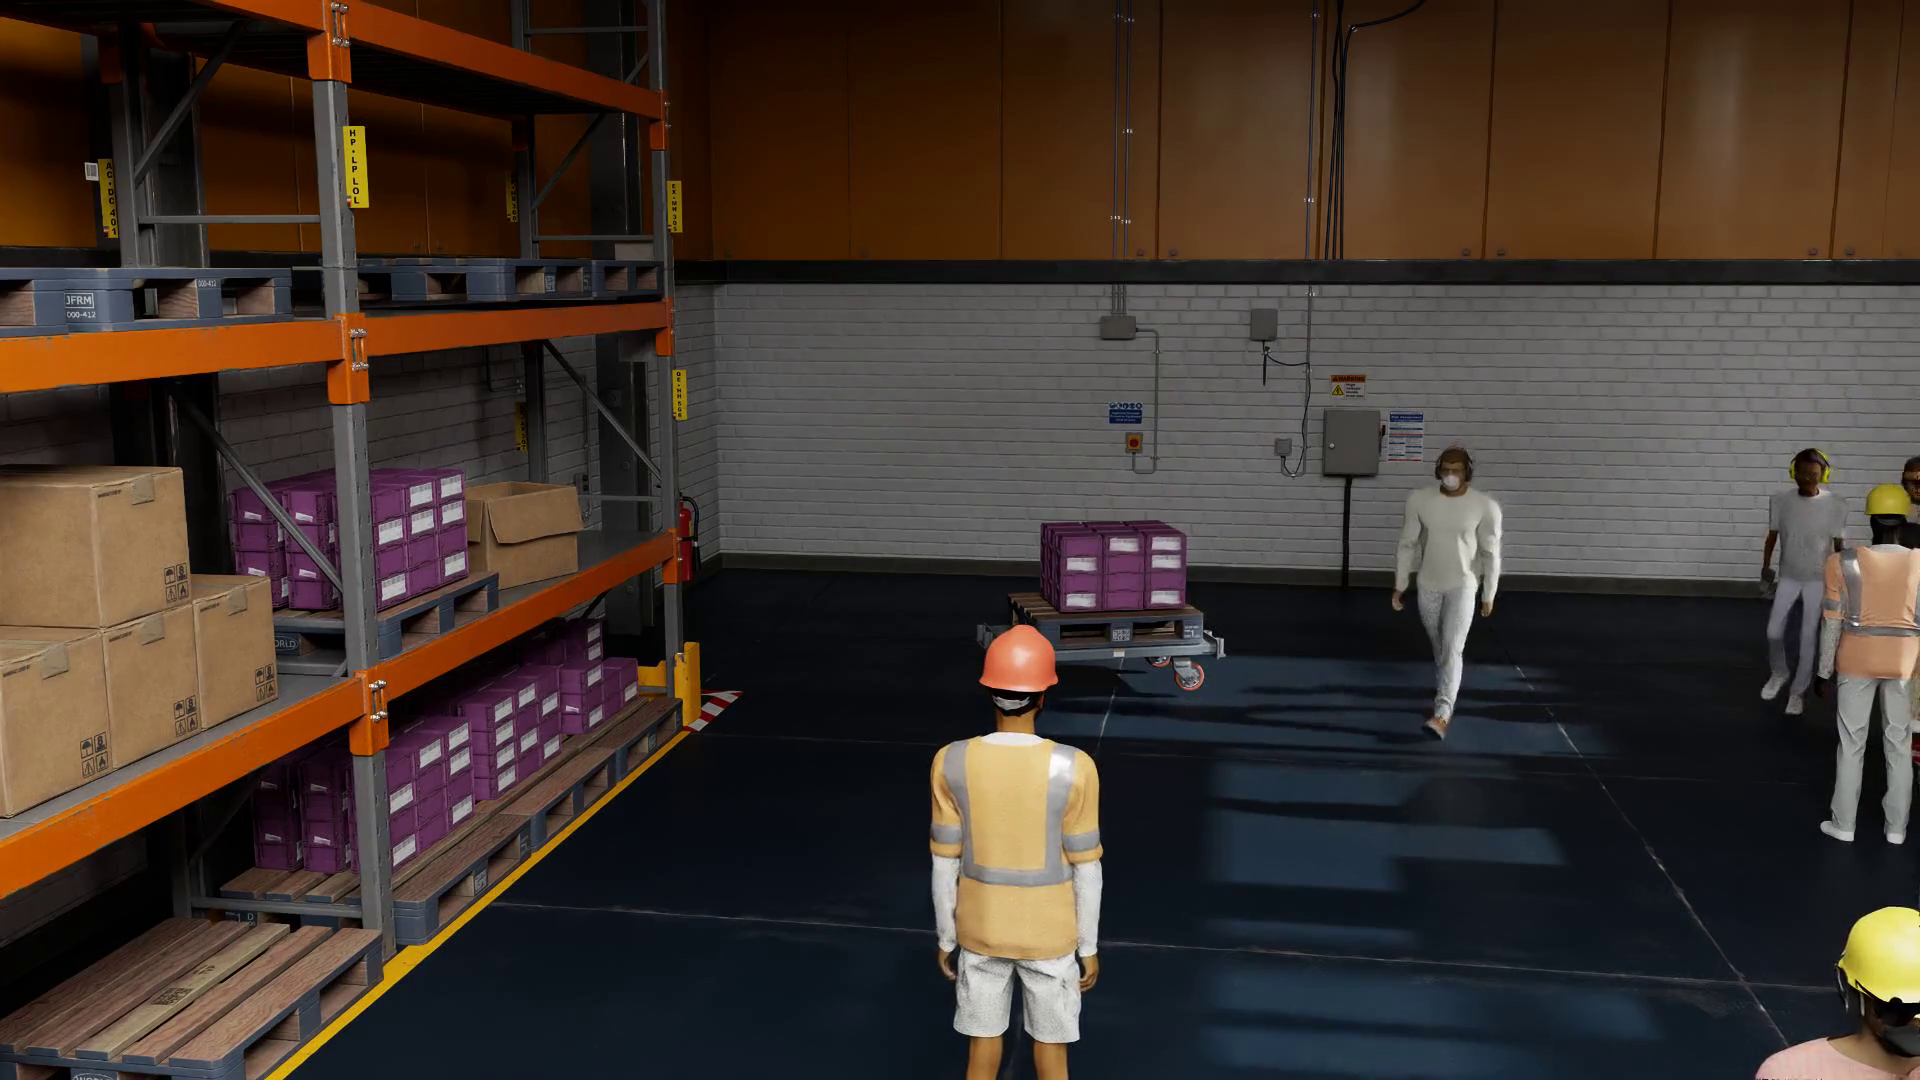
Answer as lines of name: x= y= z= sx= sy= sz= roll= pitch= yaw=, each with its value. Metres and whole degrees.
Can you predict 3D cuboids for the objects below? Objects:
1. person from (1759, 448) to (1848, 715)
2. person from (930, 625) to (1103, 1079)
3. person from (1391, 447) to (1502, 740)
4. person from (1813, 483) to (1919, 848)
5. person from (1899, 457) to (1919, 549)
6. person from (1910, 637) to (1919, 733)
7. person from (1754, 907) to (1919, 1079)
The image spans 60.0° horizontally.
person: x=5.760 y=0.280 z=11.372 sx=0.546 sy=1.849 sz=0.423 roll=6 pitch=11 yaw=35
person: x=0.182 y=1.226 z=5.248 sx=0.542 sy=1.939 sz=0.369 roll=2 pitch=9 yaw=14
person: x=3.181 y=0.332 z=10.936 sx=0.639 sy=1.883 sz=1.031 roll=6 pitch=11 yaw=35
person: x=4.835 y=0.660 z=8.785 sx=0.594 sy=1.922 sz=0.385 roll=2 pitch=9 yaw=13
person: x=6.449 y=0.336 z=11.206 sx=0.546 sy=1.788 sz=0.877 roll=9 pitch=13 yaw=44
person: x=6.402 y=0.476 z=10.860 sx=0.428 sy=1.619 sz=0.520 roll=4 pitch=10 yaw=24
person: x=1.884 y=1.602 z=3.460 sx=0.531 sy=1.767 sz=0.328 roll=0 pitch=9 yaw=-1
